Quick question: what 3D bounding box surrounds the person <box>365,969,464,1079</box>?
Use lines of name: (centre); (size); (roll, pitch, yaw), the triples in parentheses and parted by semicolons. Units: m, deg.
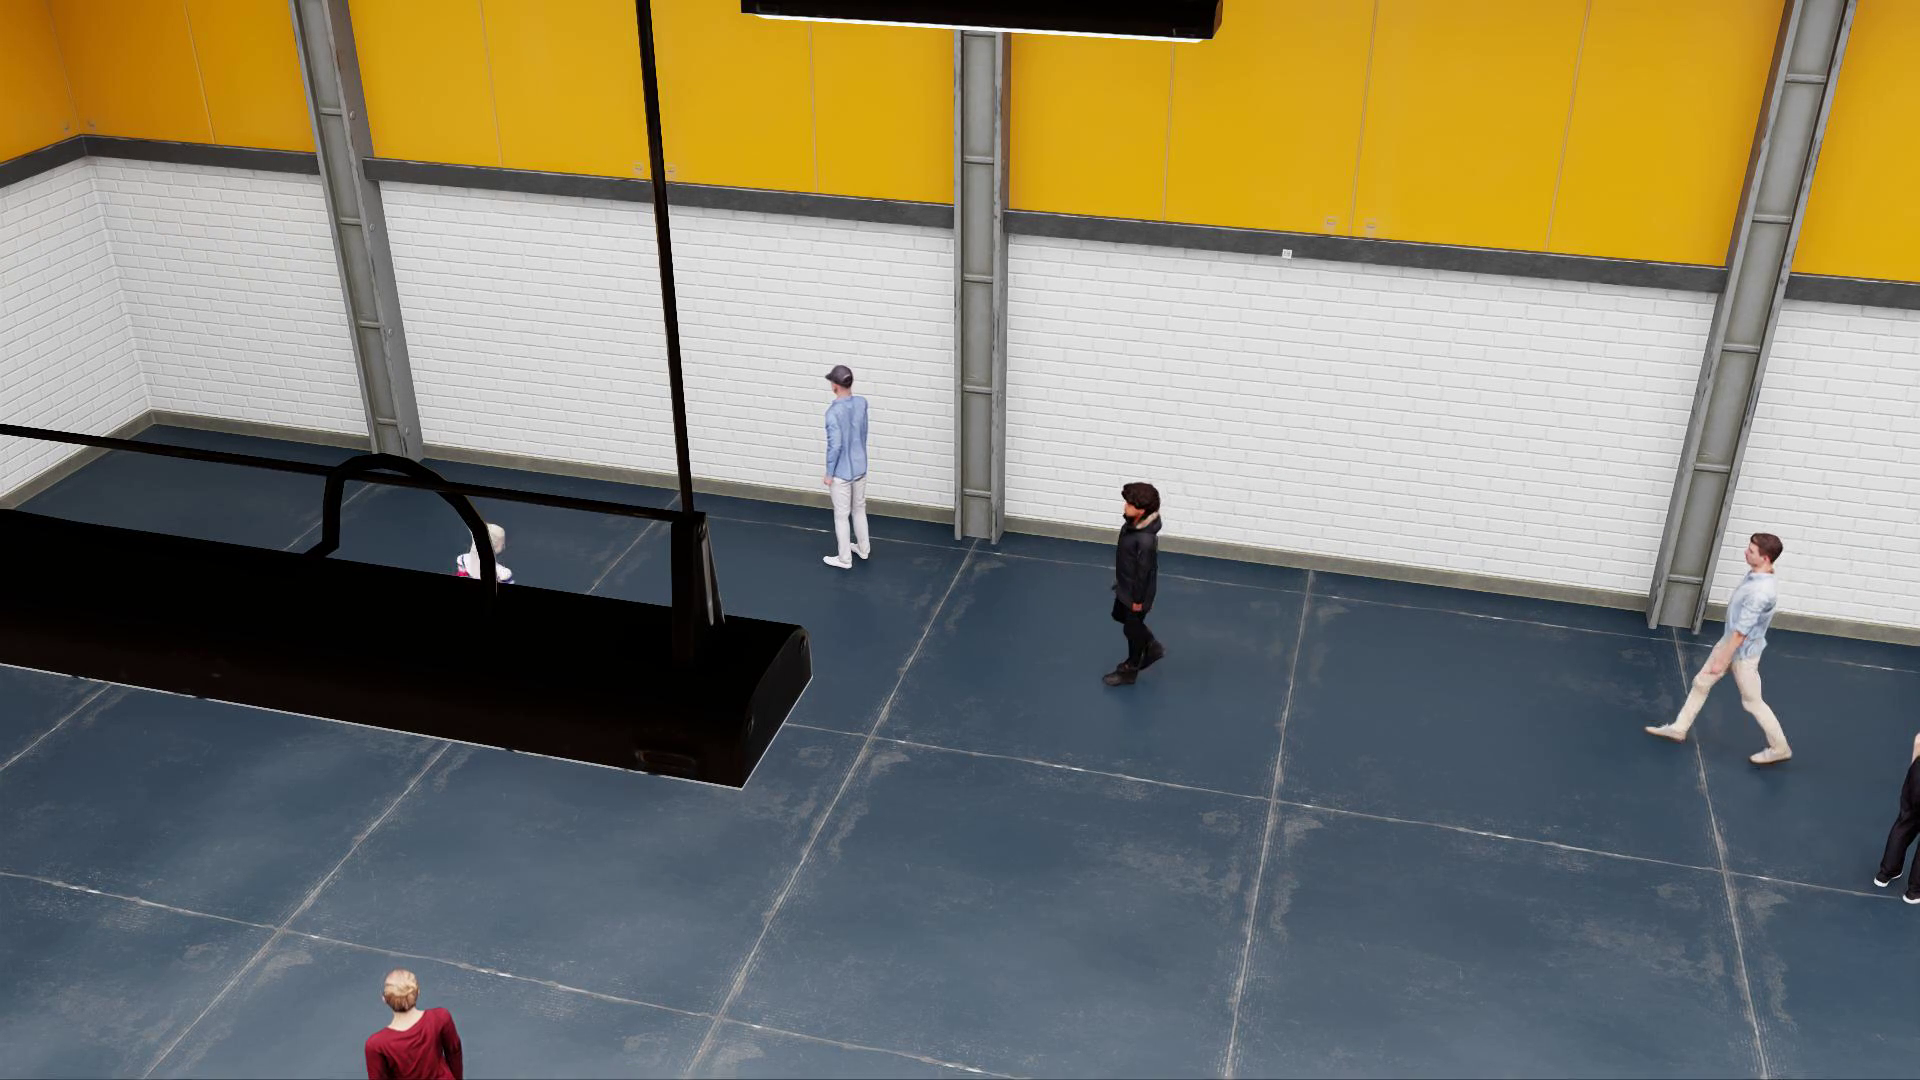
person: (-2.674, 2.796, 8.310); (0.674, 1.697, 0.709); (-19, 34, -31)

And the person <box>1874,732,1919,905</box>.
person: (6.208, 1.529, 10.582); (0.706, 1.747, 0.654); (-14, 32, -24)

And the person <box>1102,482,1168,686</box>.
person: (1.418, 0.332, 12.753); (0.894, 1.769, 0.804); (-4, 29, -8)

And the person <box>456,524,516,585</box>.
person: (-3.511, 0.669, 12.121); (0.520, 1.783, 0.884); (5, 29, 10)

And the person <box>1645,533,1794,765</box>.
person: (5.656, 0.824, 11.812); (1.240, 1.806, 0.717); (10, 30, 18)

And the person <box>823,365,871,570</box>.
person: (-0.977, -0.635, 14.406); (0.726, 1.883, 0.736); (23, 36, 35)
